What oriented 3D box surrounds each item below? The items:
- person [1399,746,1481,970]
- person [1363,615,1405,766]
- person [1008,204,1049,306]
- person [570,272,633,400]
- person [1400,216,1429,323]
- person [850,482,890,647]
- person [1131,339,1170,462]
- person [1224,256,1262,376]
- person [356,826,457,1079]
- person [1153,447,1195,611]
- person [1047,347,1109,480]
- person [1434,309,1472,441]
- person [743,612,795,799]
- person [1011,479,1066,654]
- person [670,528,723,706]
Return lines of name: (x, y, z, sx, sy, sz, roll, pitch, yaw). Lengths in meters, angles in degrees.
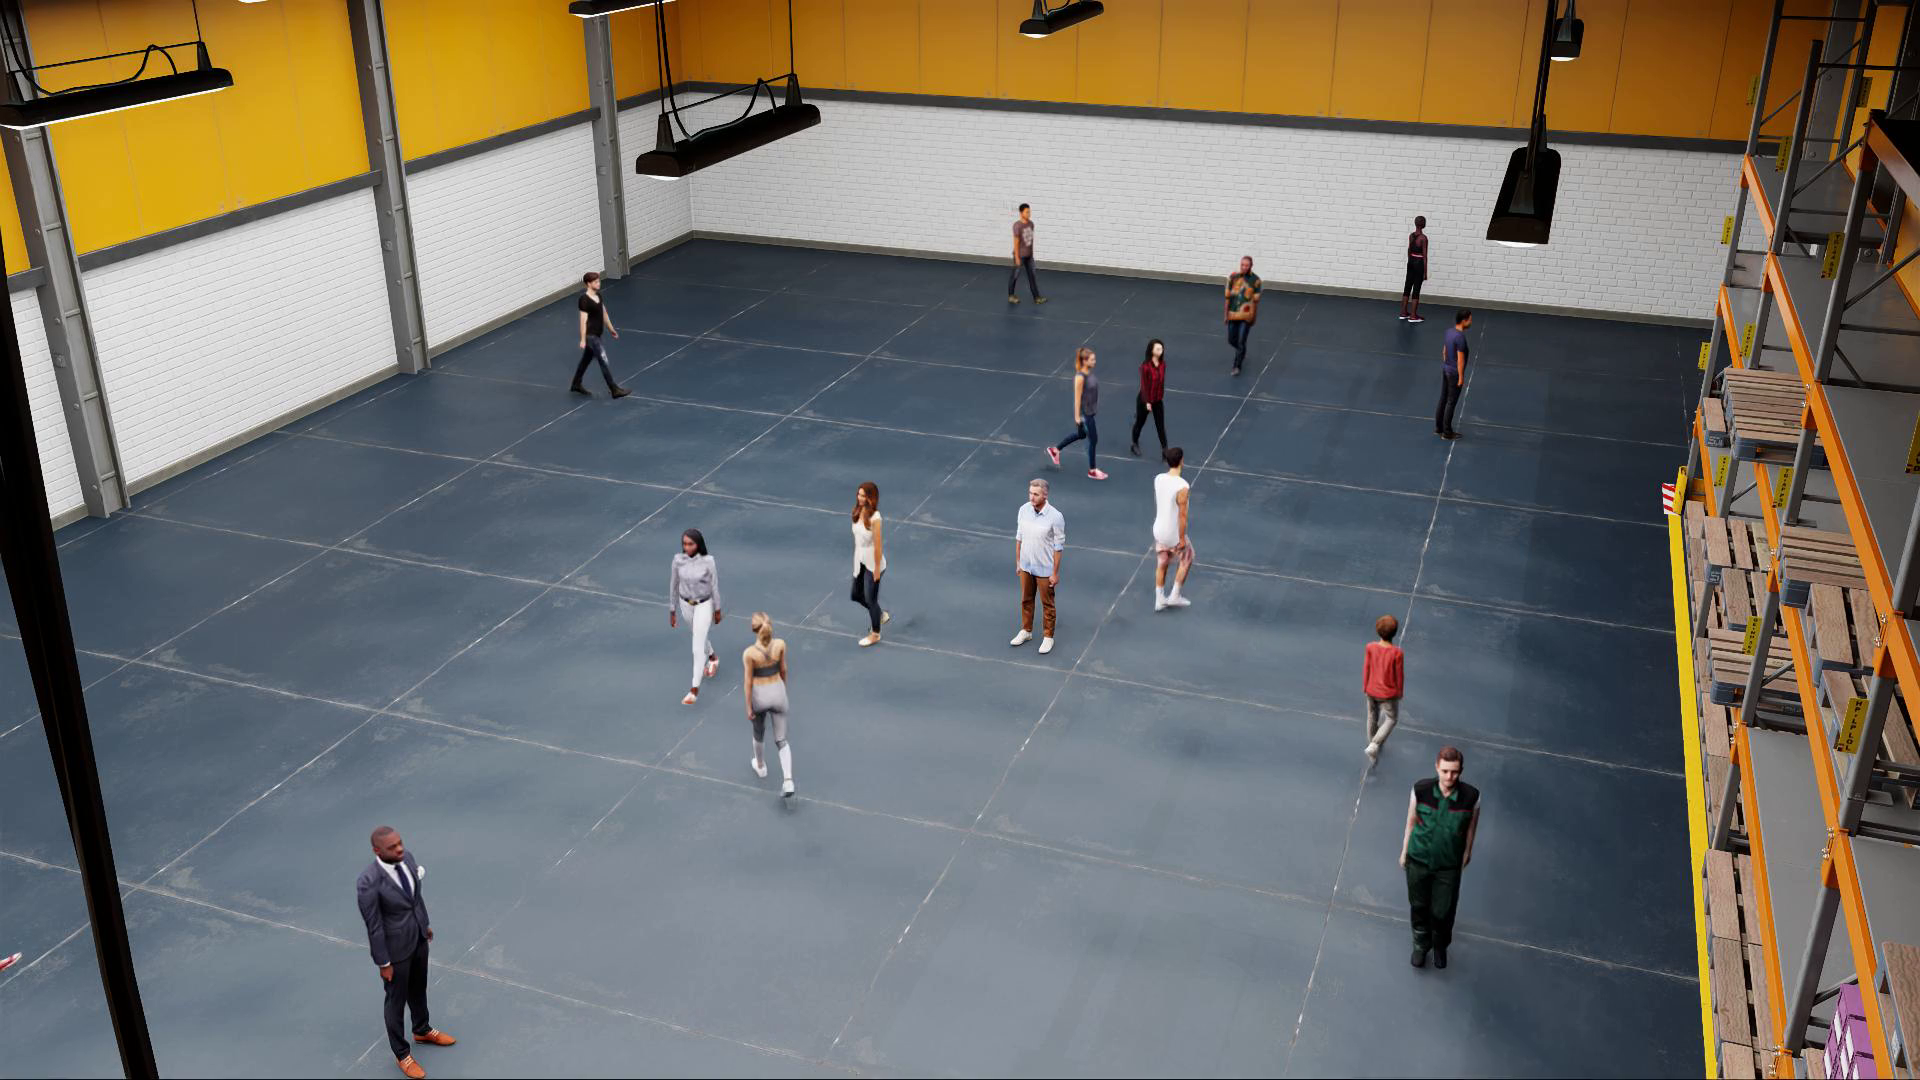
person: (3.451, 2.264, 12.067, 0.638, 1.832, 0.624, 8, 25, 18)
person: (3.723, 1.338, 14.711, 0.644, 1.411, 0.811, 16, 28, 33)
person: (1.008, -4.904, 28.581, 1.098, 1.740, 1.036, -19, 30, -37)
person: (-5.373, -2.934, 23.932, 0.922, 1.853, 1.205, 3, 24, 6)
person: (7.584, -4.531, 27.704, 0.720, 1.758, 0.672, -12, 26, -26)
person: (-0.843, 0.219, 16.819, 0.806, 1.773, 0.755, -16, 28, -33)
person: (2.406, -1.837, 21.709, 1.034, 1.623, 1.019, -15, 28, -30)
person: (4.264, -3.423, 25.123, 0.725, 1.796, 0.944, 10, 26, 22)
person: (-3.733, 2.693, 11.096, 0.741, 1.824, 0.524, 8, 25, 17)
person: (2.146, -0.072, 17.506, 0.859, 1.757, 0.818, -14, 27, -29)
person: (1.507, -1.614, 21.108, 0.671, 1.698, 1.020, 10, 26, 22)
person: (6.653, -2.253, 22.461, 0.784, 1.784, 0.657, -5, 24, -10)
person: (-1.600, 1.420, 14.193, 1.002, 1.677, 1.112, -8, 25, -18)
person: (0.788, 0.230, 16.726, 0.726, 1.827, 0.646, 14, 27, 29)
person: (-2.485, 0.657, 15.929, 0.661, 1.683, 1.181, 5, 24, 12)
